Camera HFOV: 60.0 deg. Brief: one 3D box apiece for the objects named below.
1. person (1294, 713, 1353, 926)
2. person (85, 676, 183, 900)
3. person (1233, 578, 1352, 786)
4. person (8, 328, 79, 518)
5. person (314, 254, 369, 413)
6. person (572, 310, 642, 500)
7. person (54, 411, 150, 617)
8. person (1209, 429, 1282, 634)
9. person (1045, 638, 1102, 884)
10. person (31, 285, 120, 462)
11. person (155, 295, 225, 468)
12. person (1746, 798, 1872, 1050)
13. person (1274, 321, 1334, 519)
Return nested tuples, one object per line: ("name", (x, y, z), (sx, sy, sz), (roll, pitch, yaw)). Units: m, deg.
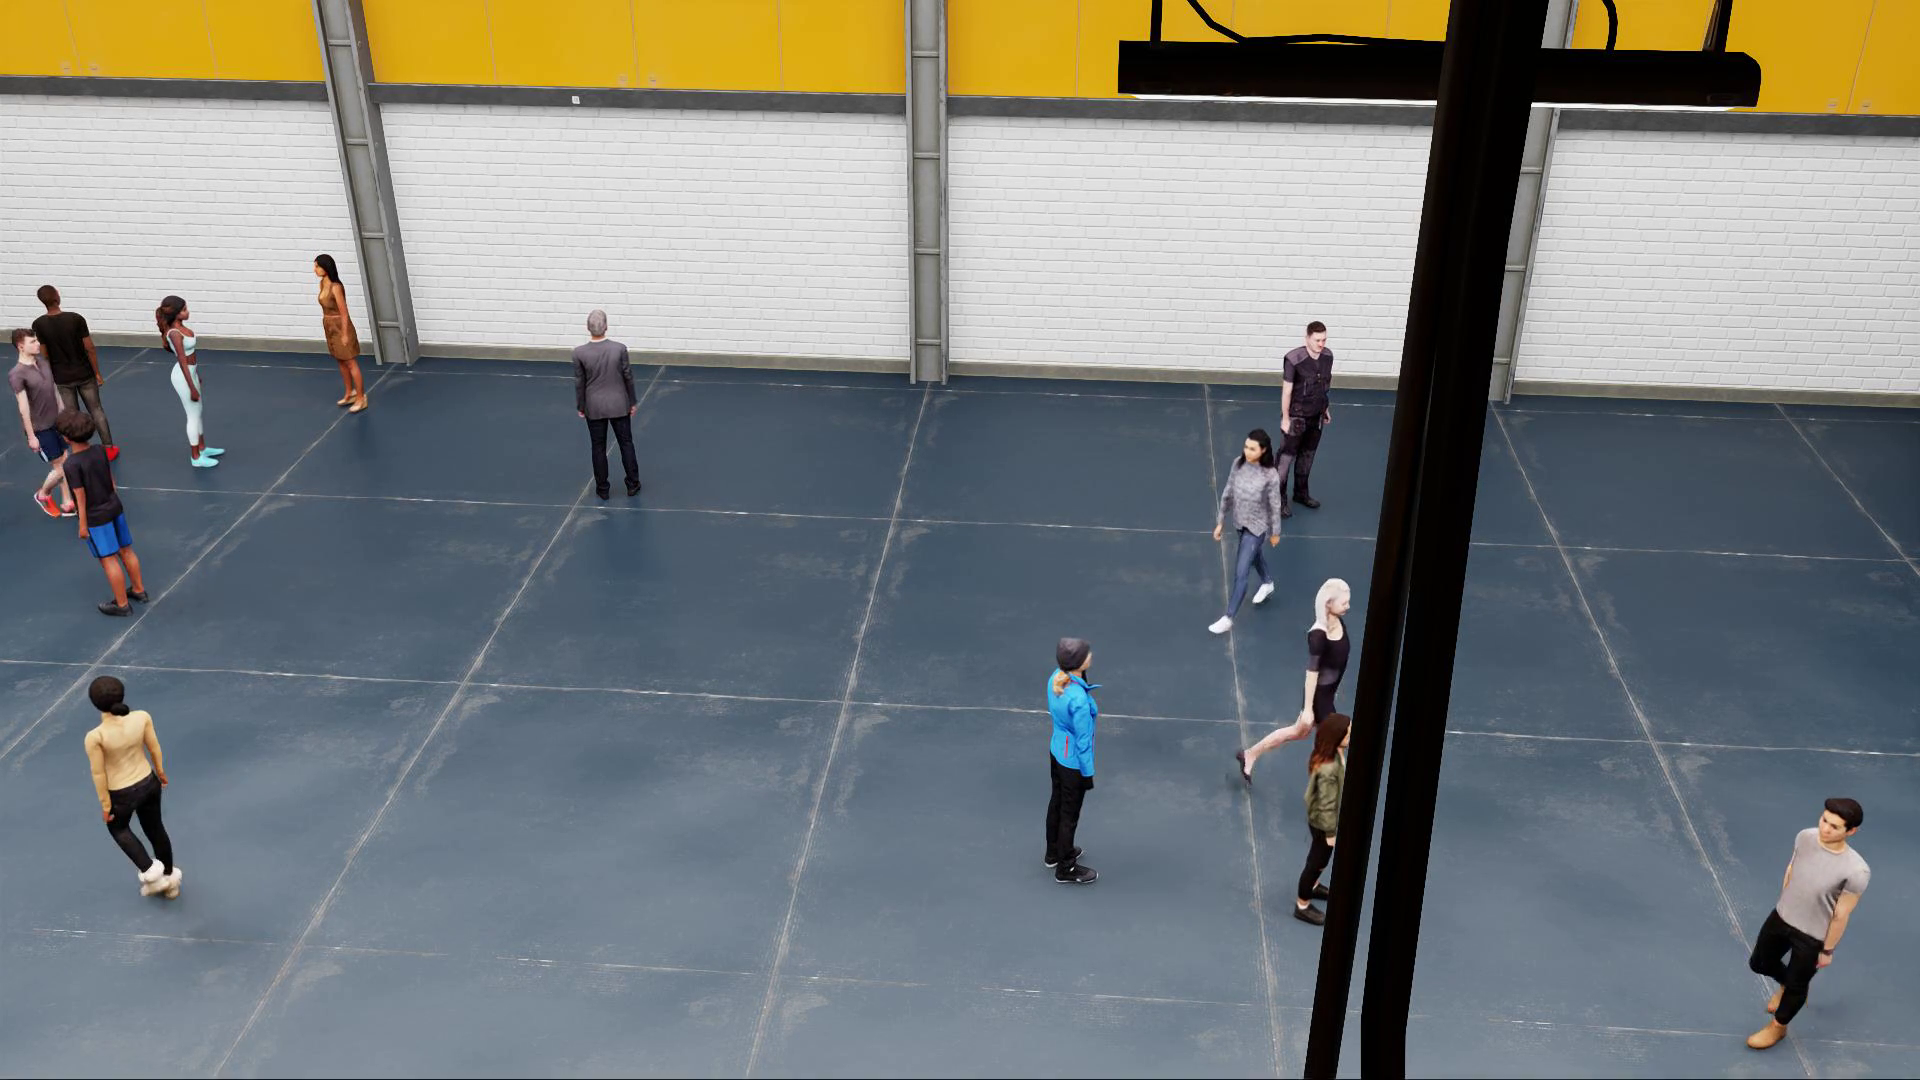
("person", (2.259, 1.700, 10.318), (0.608, 1.477, 0.646), (10, 30, 18))
("person", (-5.110, 1.587, 10.345), (0.773, 1.650, 0.731), (22, 35, 34))
("person", (2.318, 1.046, 11.187), (1.245, 1.793, 0.893), (13, 31, 22))
("person", (-8.280, -1.017, 14.921), (0.683, 1.838, 0.652), (3, 29, 5))
("person", (-6.389, -2.138, 17.132), (0.631, 1.688, 0.708), (25, 37, 38))
("person", (-3.261, -1.257, 15.358), (0.674, 1.842, 0.853), (-7, 29, -13))
("person", (-6.977, -0.221, 13.509), (0.588, 1.793, 0.645), (7, 29, 12))
("person", (2.405, -0.134, 13.465), (1.184, 1.684, 1.127), (-22, 36, -35))
("person", (0.696, 1.392, 10.554), (0.660, 1.792, 0.688), (-9, 30, -16))
("person", (-8.536, -1.584, 15.997), (0.653, 1.804, 0.775), (-13, 31, -23))
("person", (-7.431, -1.534, 15.989), (0.651, 1.723, 0.642), (-9, 30, -16))
("person", (4.784, 2.129, 9.289), (0.857, 1.710, 0.777), (-12, 31, -21))
("person", (3.116, -1.132, 15.125), (0.756, 1.844, 0.866), (-15, 32, -26))
